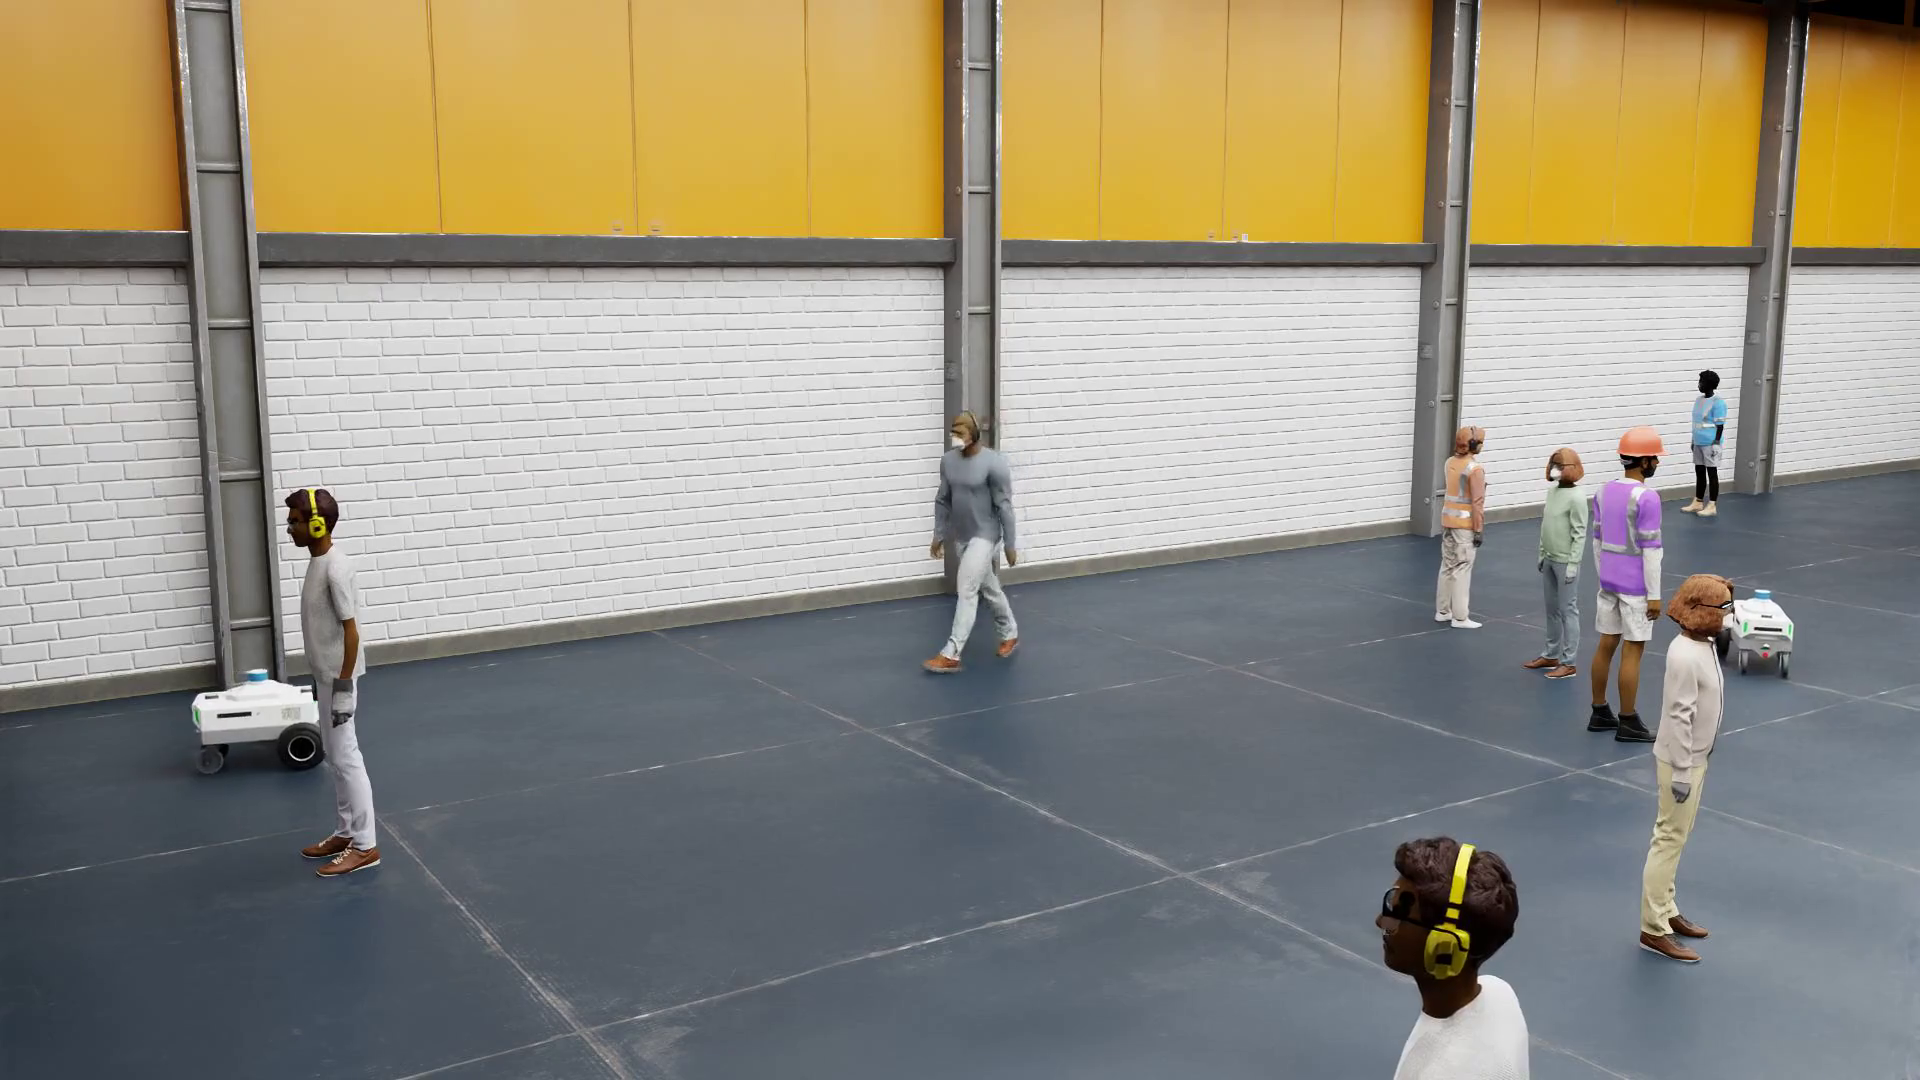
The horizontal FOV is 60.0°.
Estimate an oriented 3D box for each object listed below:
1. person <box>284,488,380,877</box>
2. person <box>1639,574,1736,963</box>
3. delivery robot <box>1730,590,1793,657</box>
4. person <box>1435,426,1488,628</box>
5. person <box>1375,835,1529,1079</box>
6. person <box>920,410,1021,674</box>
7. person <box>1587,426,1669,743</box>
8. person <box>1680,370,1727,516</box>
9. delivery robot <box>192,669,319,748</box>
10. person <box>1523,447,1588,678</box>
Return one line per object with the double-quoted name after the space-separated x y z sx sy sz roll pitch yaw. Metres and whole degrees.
-3.017 0.674 7.978 0.309 1.864 0.535 -6 11 -32 "person"
3.087 0.943 7.051 0.268 1.632 0.507 6 11 31 "person"
5.795 0.605 12.047 0.477 0.478 0.707 3 10 17 "delivery robot"
4.031 -0.101 13.349 0.313 1.633 0.519 -2 10 -12 "person"
0.893 1.465 3.181 0.328 1.876 0.514 4 10 23 "person"
0.121 -0.005 12.094 1.024 1.884 0.647 -8 12 -40 "person"
4.114 0.267 10.206 0.361 1.939 0.542 -3 10 -16 "person"
8.669 -1.126 19.315 0.321 1.699 0.535 -1 9 -7 "person"
-4.075 0.996 9.690 0.707 0.478 0.477 -3 10 -17 "delivery robot"
4.245 0.157 11.782 0.281 1.634 0.500 -1 10 -8 "person"
